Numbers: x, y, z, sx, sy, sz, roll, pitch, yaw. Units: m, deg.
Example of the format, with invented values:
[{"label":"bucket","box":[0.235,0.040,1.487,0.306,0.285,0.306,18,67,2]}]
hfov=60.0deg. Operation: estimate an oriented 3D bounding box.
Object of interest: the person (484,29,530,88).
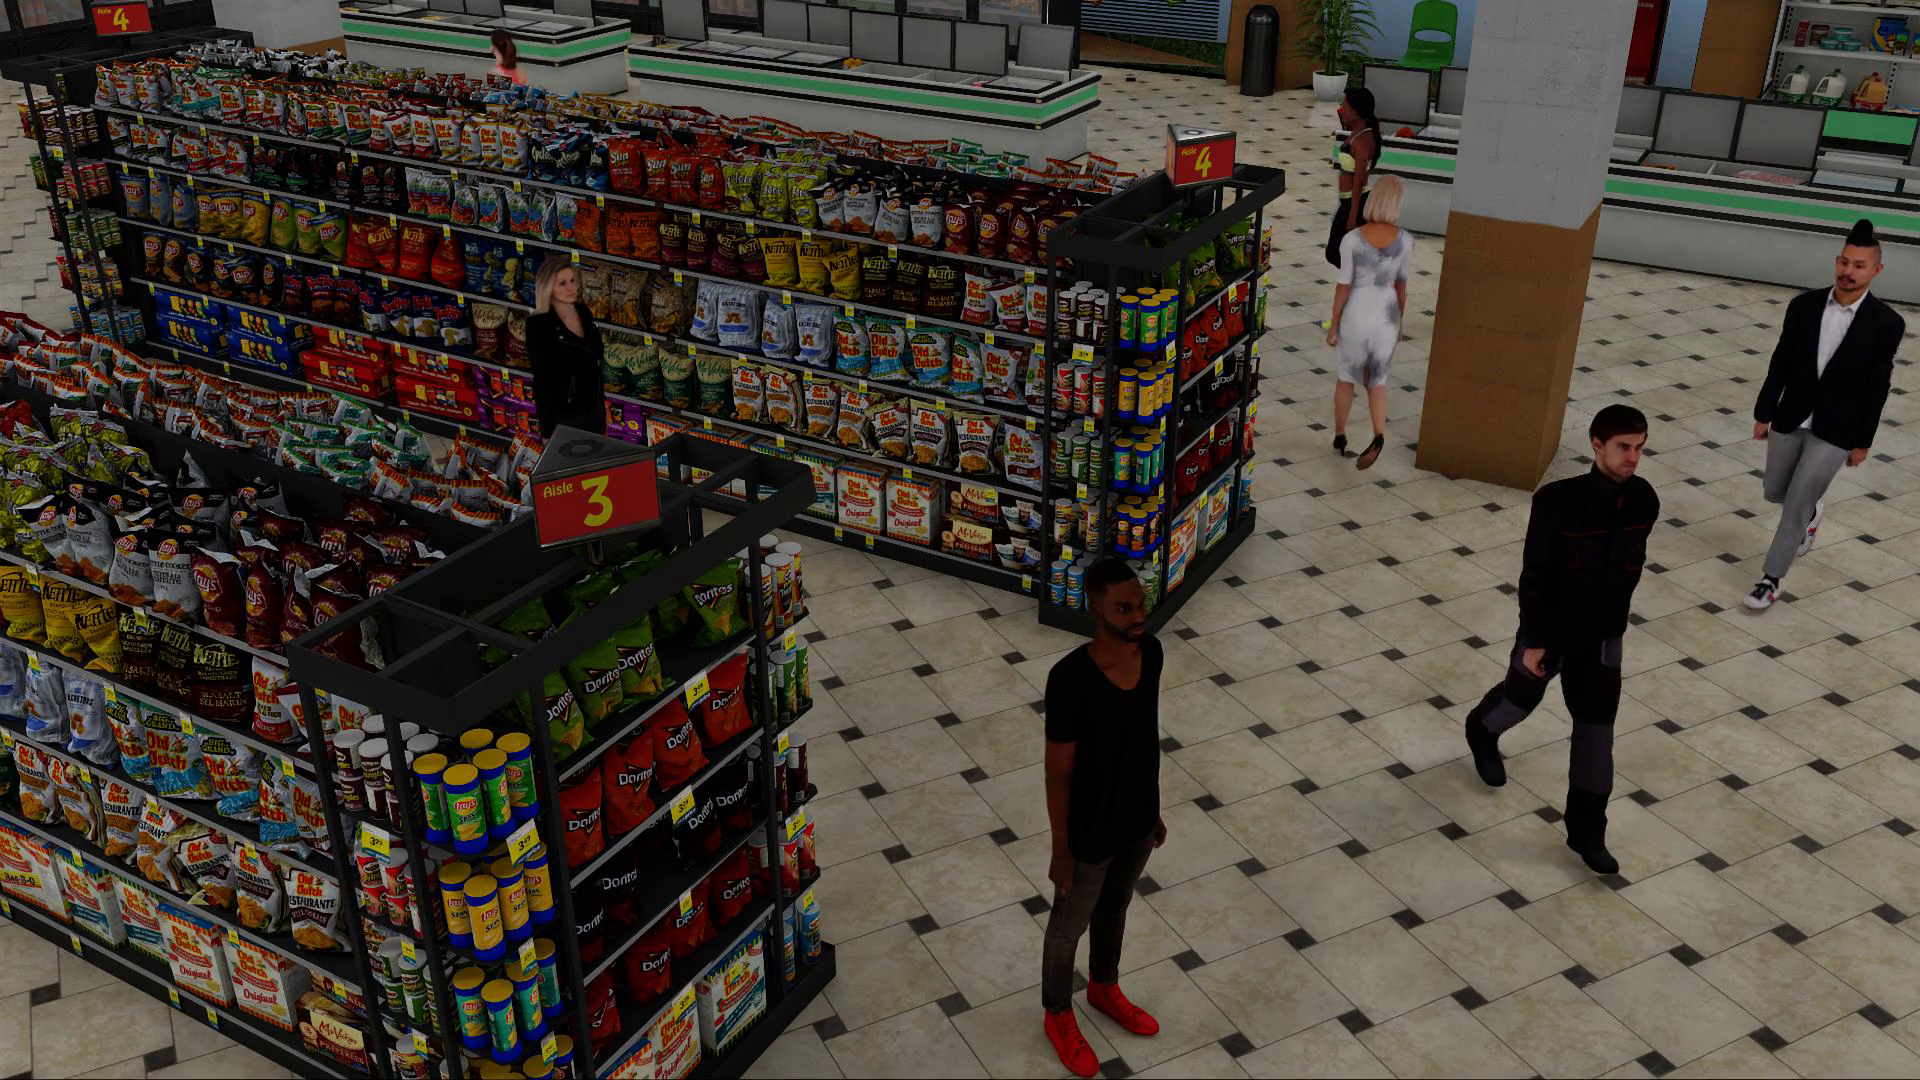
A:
[{"label":"person","box":[-3.620,-3.221,13.515,1.143,1.719,0.707,21,34,36]}]

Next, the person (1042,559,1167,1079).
[{"label":"person","box":[0.456,0.875,5.342,0.704,1.805,0.649,-21,34,-36]}]

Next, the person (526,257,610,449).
[{"label":"person","box":[-1.968,-0.611,8.405,0.516,1.685,0.606,14,30,26]}]

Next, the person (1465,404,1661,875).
[{"label":"person","box":[2.309,0.314,6.456,1.221,1.799,1.236,-5,27,-10]}]

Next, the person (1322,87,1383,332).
[{"label":"person","box":[2.864,-2.284,11.644,0.804,1.739,0.719,3,27,6]}]

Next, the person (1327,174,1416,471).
[{"label":"person","box":[2.367,-1.195,9.507,1.015,1.730,0.931,0,27,0]}]

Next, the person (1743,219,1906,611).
[{"label":"person","box":[4.235,-0.617,8.143,0.998,1.932,1.113,-23,35,-37]}]
